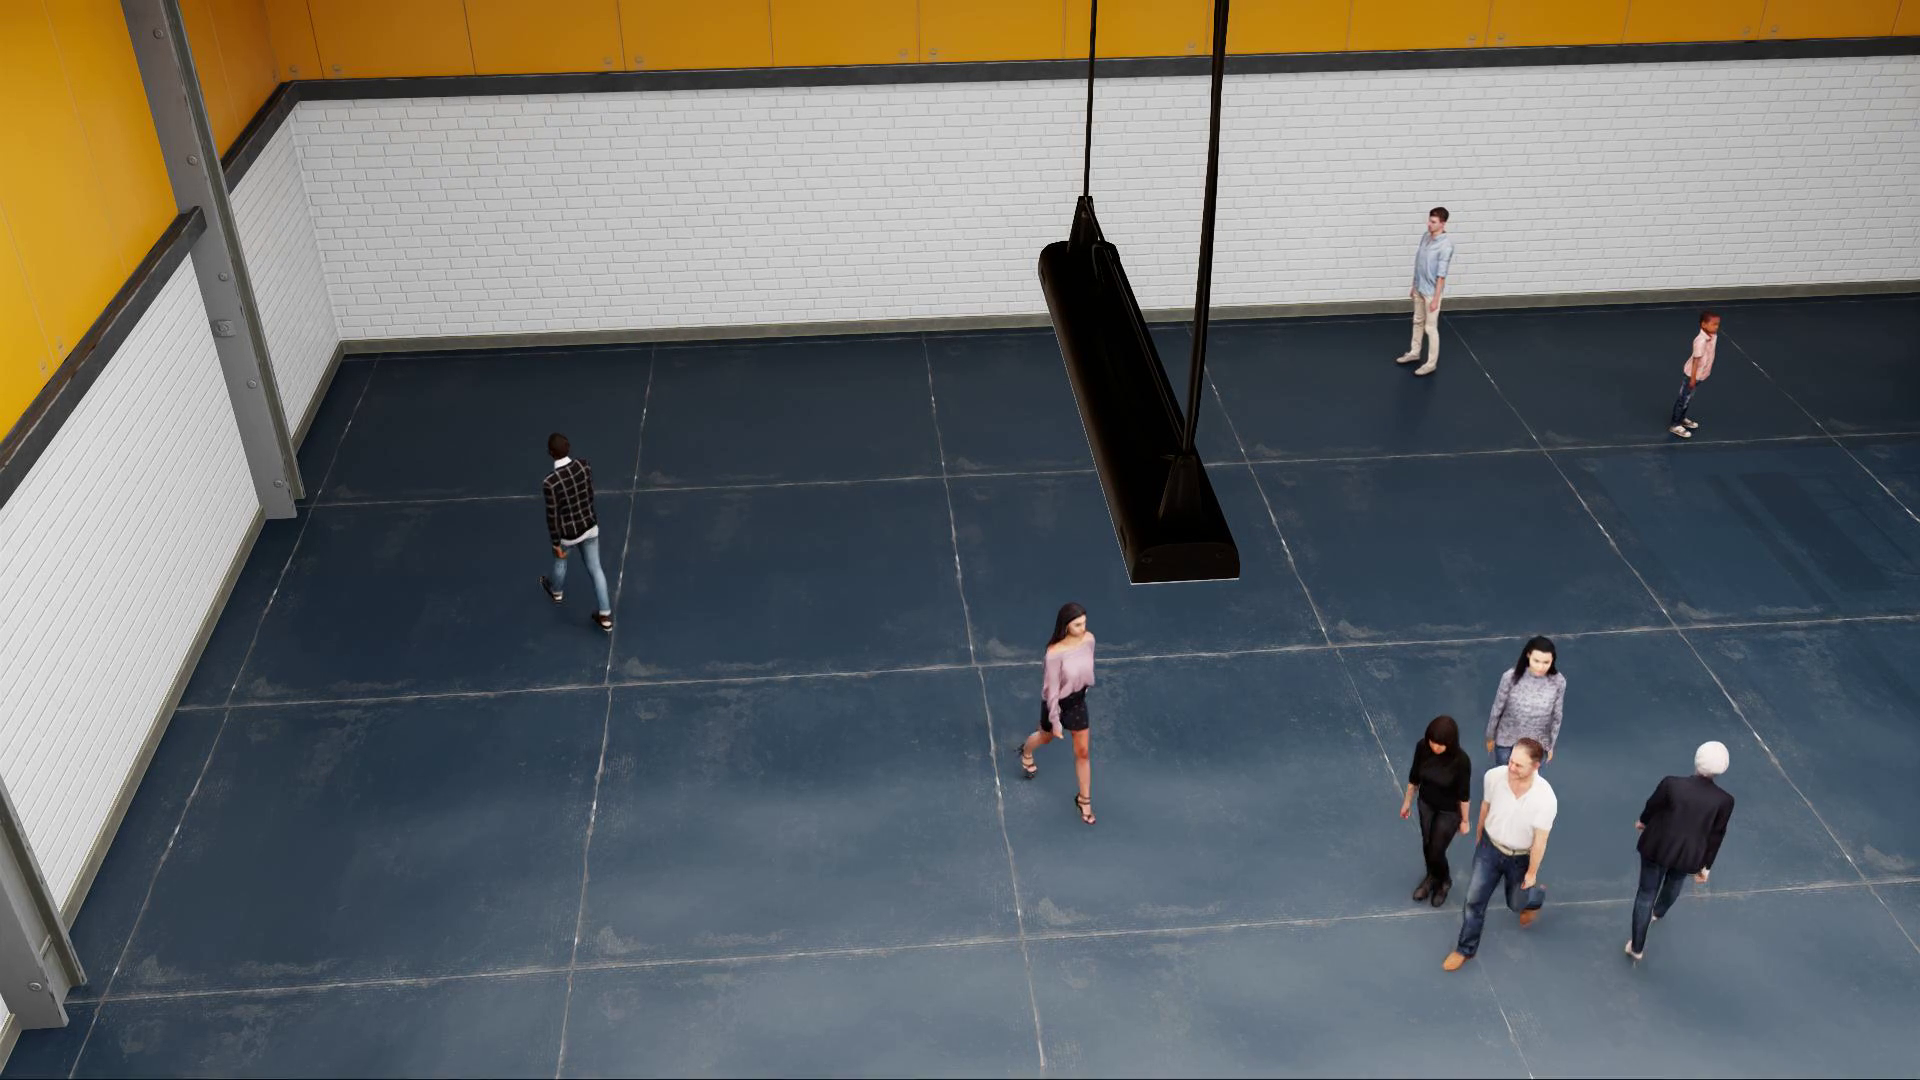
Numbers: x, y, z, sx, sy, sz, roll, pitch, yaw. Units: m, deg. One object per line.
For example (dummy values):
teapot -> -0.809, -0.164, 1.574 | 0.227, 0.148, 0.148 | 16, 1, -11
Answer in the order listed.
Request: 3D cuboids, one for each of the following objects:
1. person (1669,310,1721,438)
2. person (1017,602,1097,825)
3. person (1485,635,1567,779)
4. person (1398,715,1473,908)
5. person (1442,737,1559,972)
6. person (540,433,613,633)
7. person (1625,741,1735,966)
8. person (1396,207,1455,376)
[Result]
person -> 7.338, -1.689, 16.608 | 0.642, 1.307, 0.581 | 25, 41, 32
person -> 0.668, 1.169, 11.889 | 0.943, 1.772, 1.174 | -20, 38, -27
person -> 3.949, 1.340, 11.675 | 0.743, 1.725, 0.799 | 7, 34, 11
person -> 3.258, 1.752, 11.155 | 0.726, 1.614, 0.795 | 27, 42, 34
person -> 3.574, 1.967, 10.637 | 1.142, 1.829, 1.159 | -25, 41, -33
person -> -3.113, -0.035, 13.695 | 1.069, 1.778, 1.230 | -24, 41, -32
person -> 4.508, 2.046, 10.644 | 0.947, 1.765, 1.020 | 12, 35, 17
person -> 4.962, -2.648, 17.567 | 0.756, 1.844, 0.585 | -11, 35, -16
